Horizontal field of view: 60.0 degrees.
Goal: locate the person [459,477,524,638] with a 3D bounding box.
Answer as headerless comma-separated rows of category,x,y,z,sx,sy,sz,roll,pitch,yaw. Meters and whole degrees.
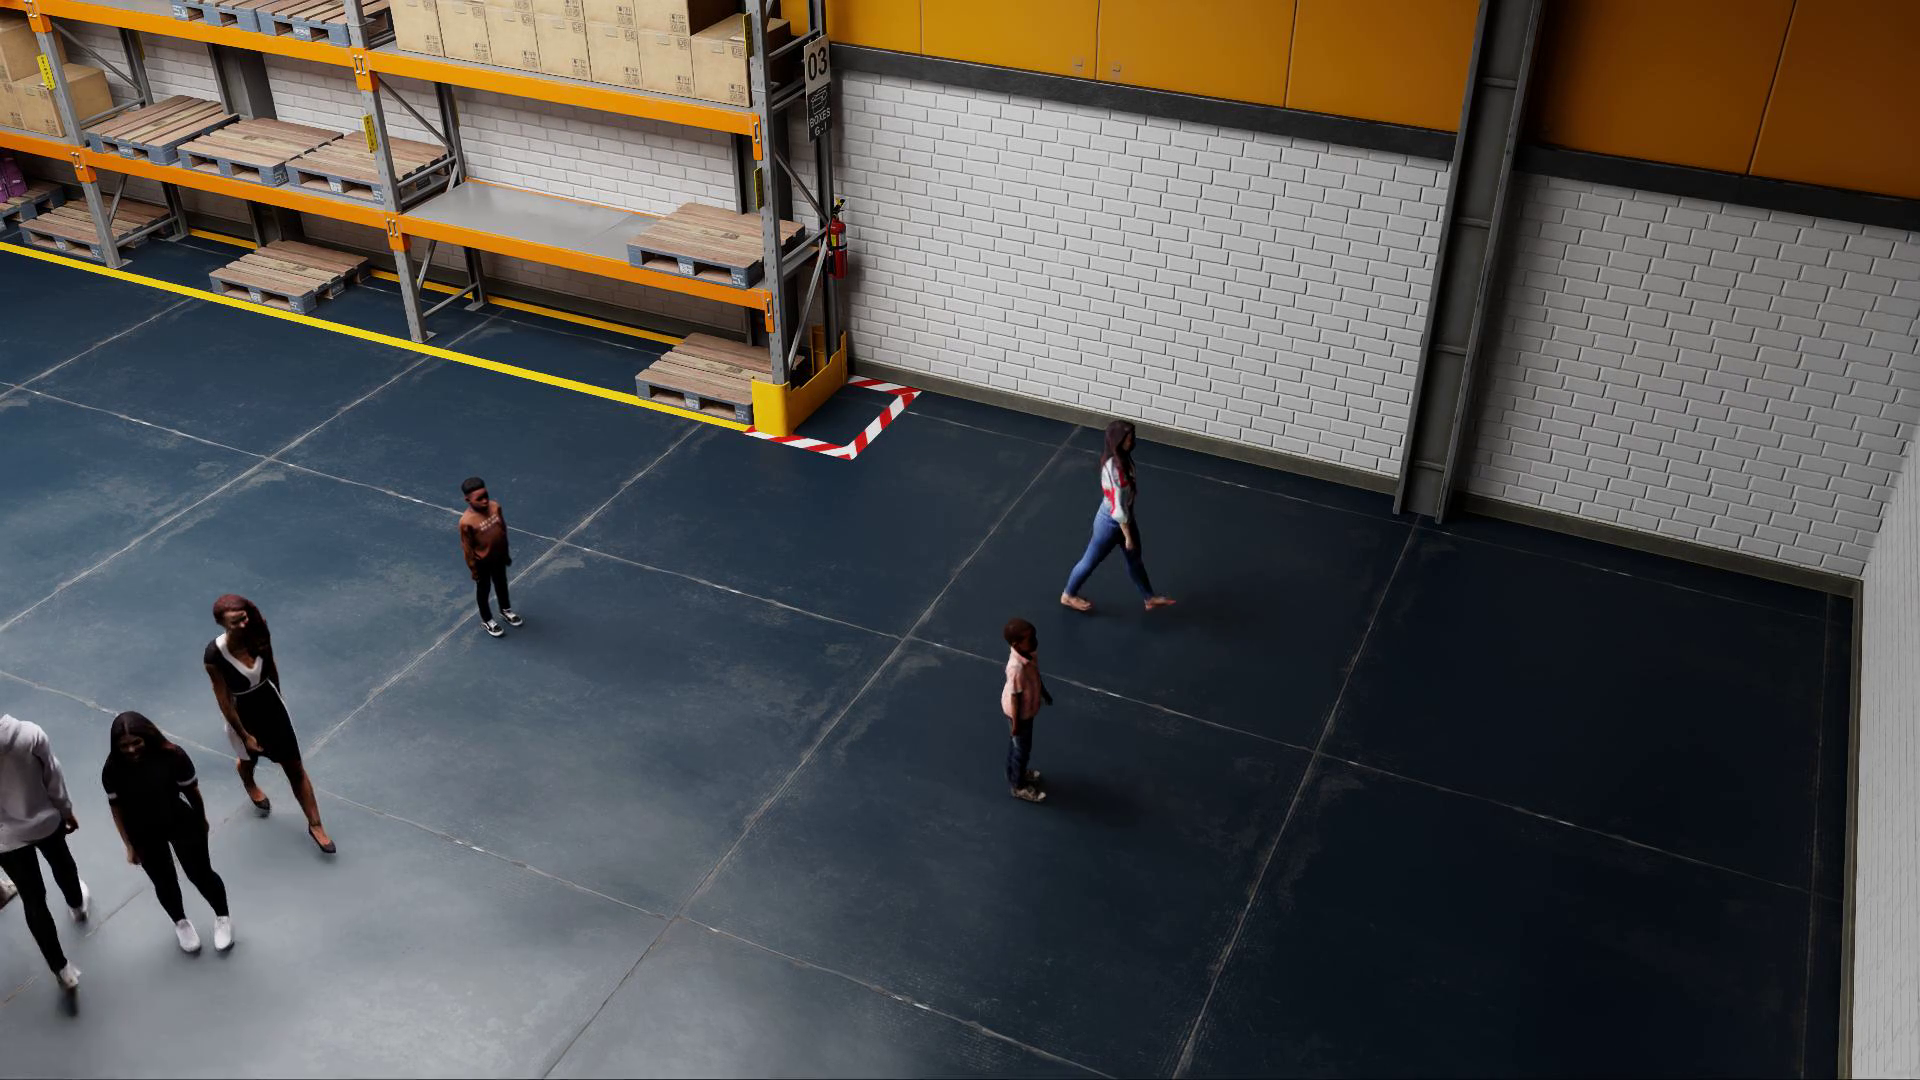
person,-3.333,0.093,11.731,0.531,1.253,0.551,23,40,31

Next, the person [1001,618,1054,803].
person,0.346,1.007,10.310,0.597,1.305,0.560,7,34,10

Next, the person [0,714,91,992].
person,-5.021,1.586,8.913,1.151,1.887,1.304,-18,37,-25

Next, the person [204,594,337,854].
person,-4.224,1.052,9.842,1.163,1.750,0.786,25,41,32

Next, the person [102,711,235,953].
person,-4.415,1.575,9.162,0.724,1.631,0.791,-12,35,-17

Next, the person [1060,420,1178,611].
person,1.001,-0.128,11.783,1.125,1.564,0.764,7,34,11
